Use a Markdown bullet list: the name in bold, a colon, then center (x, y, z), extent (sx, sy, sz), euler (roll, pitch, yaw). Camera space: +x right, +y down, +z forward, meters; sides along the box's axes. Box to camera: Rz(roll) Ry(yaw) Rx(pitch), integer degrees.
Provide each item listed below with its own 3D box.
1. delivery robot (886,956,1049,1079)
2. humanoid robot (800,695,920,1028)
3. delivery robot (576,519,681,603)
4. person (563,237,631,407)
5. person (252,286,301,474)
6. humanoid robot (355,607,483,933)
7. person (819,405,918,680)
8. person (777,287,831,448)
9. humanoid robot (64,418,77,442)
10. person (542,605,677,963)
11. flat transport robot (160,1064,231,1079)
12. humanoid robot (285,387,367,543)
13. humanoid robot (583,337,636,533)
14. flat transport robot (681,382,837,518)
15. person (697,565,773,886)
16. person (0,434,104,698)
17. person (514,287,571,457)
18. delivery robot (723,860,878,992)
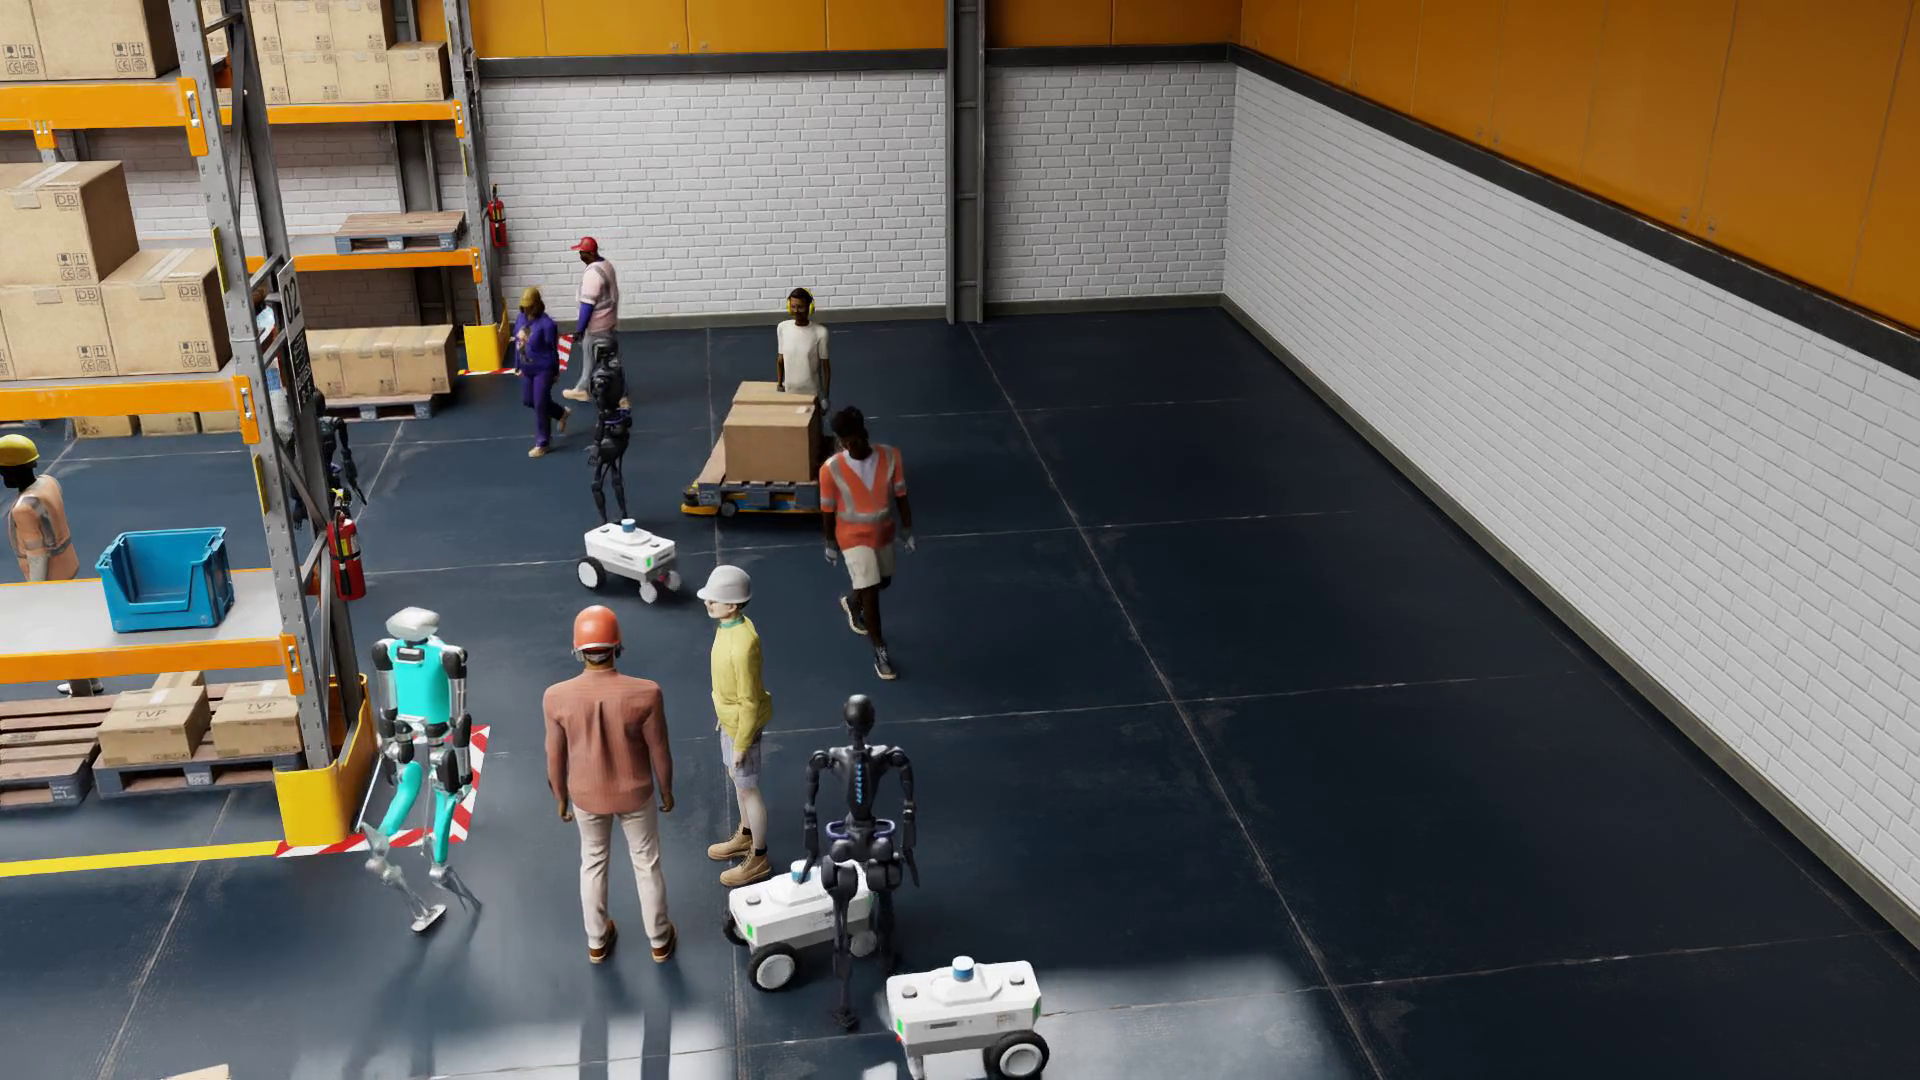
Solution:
- **delivery robot**: center (0.051, 2.258, 7.922), extent (0.785, 0.614, 0.503), euler (-4, 24, -10)
- **humanoid robot**: center (-0.497, 1.542, 8.179), extent (0.591, 1.626, 0.648), euler (-2, 24, -5)
- **delivery robot**: center (-2.527, 0.124, 12.748), extent (0.791, 0.587, 0.499), euler (15, 28, 30)
- **person**: center (-3.686, -2.139, 16.449), extent (0.816, 1.720, 0.622), euler (1, 24, 1)
- **person**: center (-6.074, -1.396, 14.661), extent (0.469, 1.828, 0.795), euler (-19, 30, -36)
- **humanoid robot**: center (-2.871, 1.300, 8.654), extent (0.546, 1.794, 0.777), euler (7, 25, 15)
- **person**: center (-0.672, -0.056, 11.480), extent (0.634, 1.913, 0.867), euler (-12, 27, -26)
- **person**: center (-1.349, -1.251, 14.252), extent (0.509, 1.876, 0.329), euler (8, 25, 17)
- **humanoid robot**: center (-8.535, -1.754, 15.630), extent (0.853, 1.808, 0.559), euler (-11, 26, -23)
- **person**: center (-1.756, 1.252, 8.417), extent (0.620, 1.986, 0.402), euler (0, 24, -1)
- **flat transport robot**: center (-2.780, 2.990, 6.585), extent (1.431, 0.231, 0.659), euler (12, 26, 26)
- **humanoid robot**: center (-4.820, -0.374, 12.493), extent (0.440, 1.641, 0.609), euler (14, 27, 29)
- **humanoid robot**: center (-2.876, -0.869, 13.613), extent (0.362, 1.649, 0.600), euler (2, 24, 4)
- **flat transport robot**: center (-1.633, -0.413, 14.337), extent (1.431, 0.231, 0.659), euler (1, 24, 2)
- **person**: center (-1.212, 0.998, 9.105), extent (0.385, 1.895, 0.472), euler (-9, 25, -19)
- **person**: center (-5.940, 0.225, 10.823), extent (0.364, 1.927, 0.584), euler (-5, 24, -11)
- **person**: center (-3.848, -1.596, 15.362), extent (0.471, 1.597, 0.573), euler (15, 28, 31)
- **delivery robot**: center (-0.840, 1.952, 8.617), extent (0.808, 0.614, 0.499), euler (-10, 26, -22)
